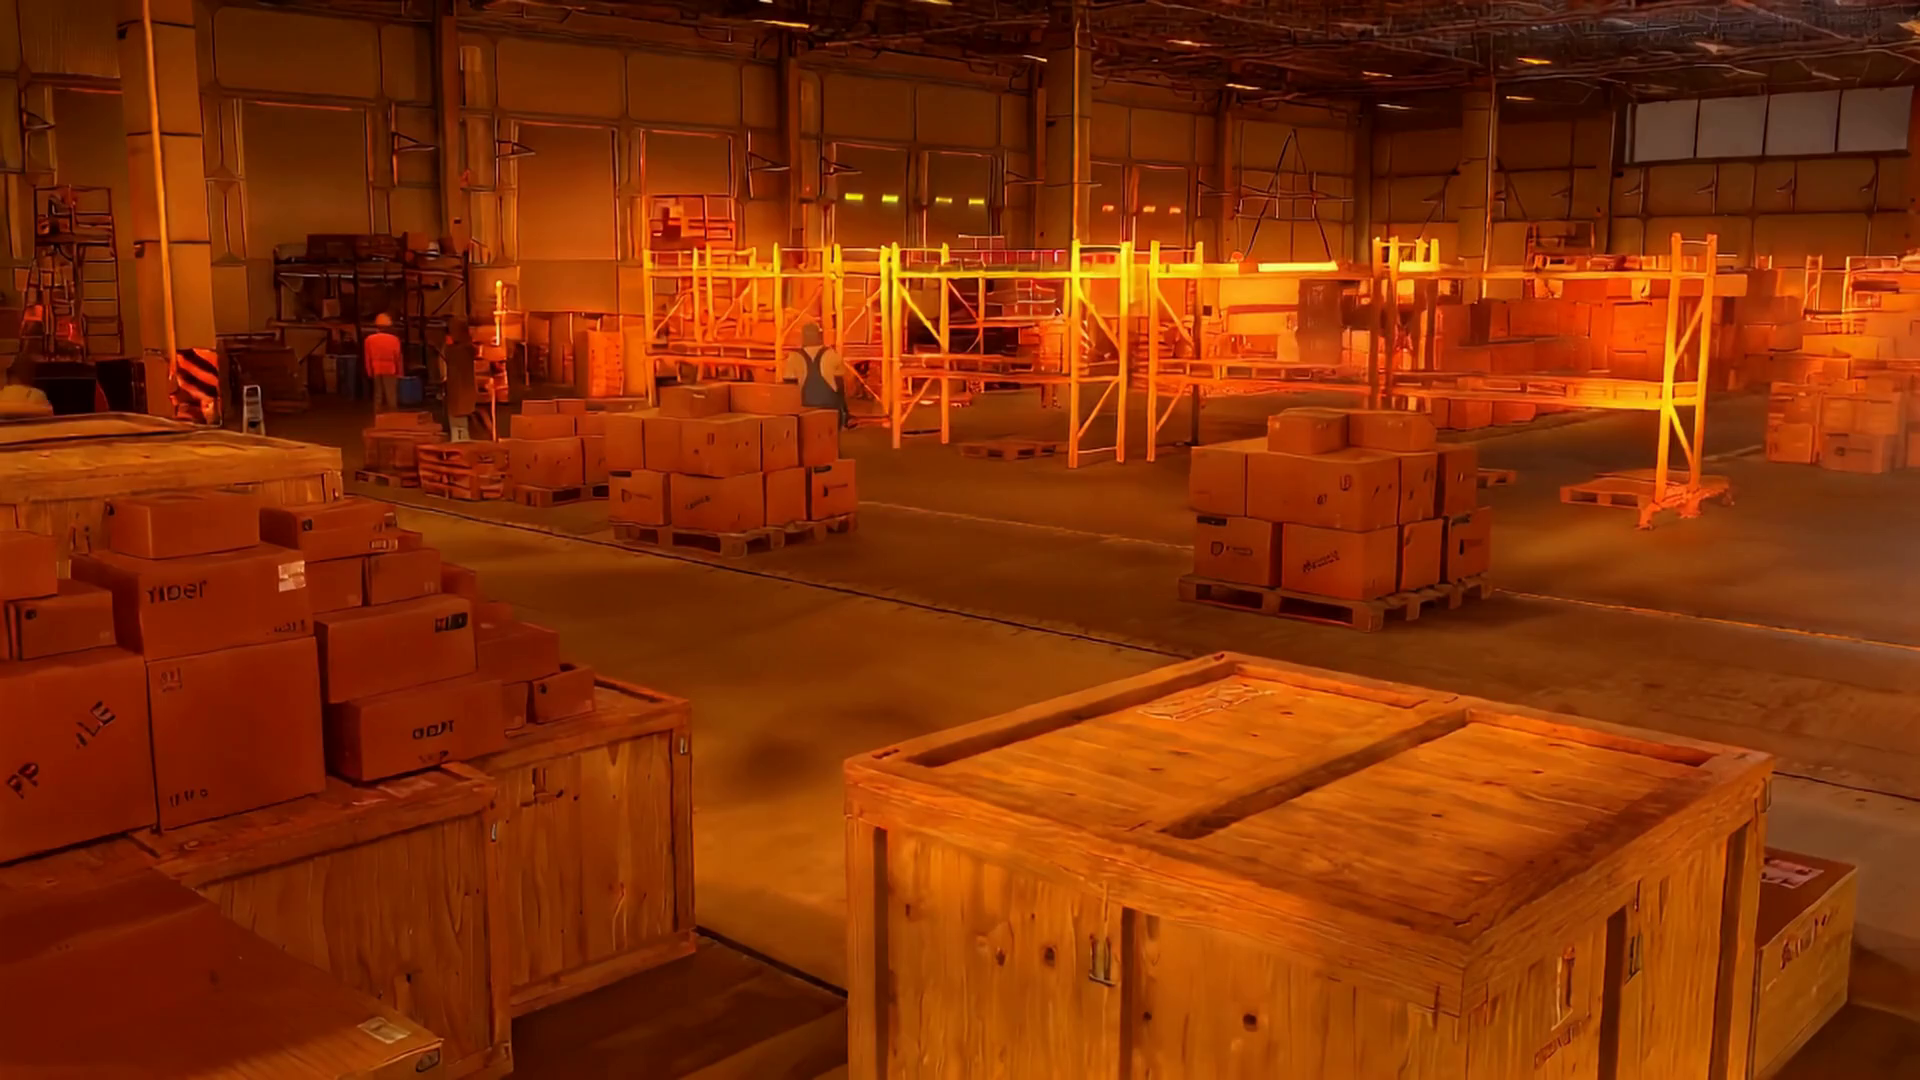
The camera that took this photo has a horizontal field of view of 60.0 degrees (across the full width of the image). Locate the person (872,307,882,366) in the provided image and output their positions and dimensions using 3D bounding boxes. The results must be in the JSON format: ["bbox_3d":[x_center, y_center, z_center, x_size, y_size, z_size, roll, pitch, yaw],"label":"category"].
[{"bbox_3d":[-2.181,-5.395,44.450,0.321,1.632,0.524,-1,9,-6],"label":"person"}]

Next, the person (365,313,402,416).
[{"bbox_3d":[-9.461,-2.755,27.347,0.588,1.928,0.384,1,9,8],"label":"person"}]

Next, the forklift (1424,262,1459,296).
[{"bbox_3d":[13.038,-6.150,45.252,1.129,2.768,1.873,1,9,6],"label":"forklift"}]

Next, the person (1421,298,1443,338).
[{"bbox_3d":[11.634,-4.965,40.866,0.631,1.940,0.370,8,12,40],"label":"person"}]

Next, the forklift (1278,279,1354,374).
[{"bbox_3d":[8.920,-5.583,41.773,1.129,2.768,1.873,-4,10,-22],"label":"forklift"}]

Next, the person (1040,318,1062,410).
[{"bbox_3d":[1.738,-3.333,31.488,0.488,1.736,0.323,-5,11,-30],"label":"person"}]

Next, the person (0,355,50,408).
[{"bbox_3d":[-8.712,-0.779,15.430,0.577,1.863,0.765,1,9,7],"label":"person"}]

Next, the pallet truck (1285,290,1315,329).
[{"bbox_3d":[11.297,-6.951,52.861,1.885,1.965,0.823,-5,11,-29],"label":"pallet truck"}]

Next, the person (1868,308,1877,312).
[{"bbox_3d":[23.100,-5.053,42.275,0.873,1.654,0.551,4,10,25],"label":"person"}]

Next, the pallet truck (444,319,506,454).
[{"bbox_3d":[-6.981,-1.942,22.150,1.885,1.965,0.823,1,9,9],"label":"pallet truck"}]

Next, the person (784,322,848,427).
[{"bbox_3d":[-1.763,-1.671,20.356,0.765,2.000,0.884,0,9,-1],"label":"person"}]
